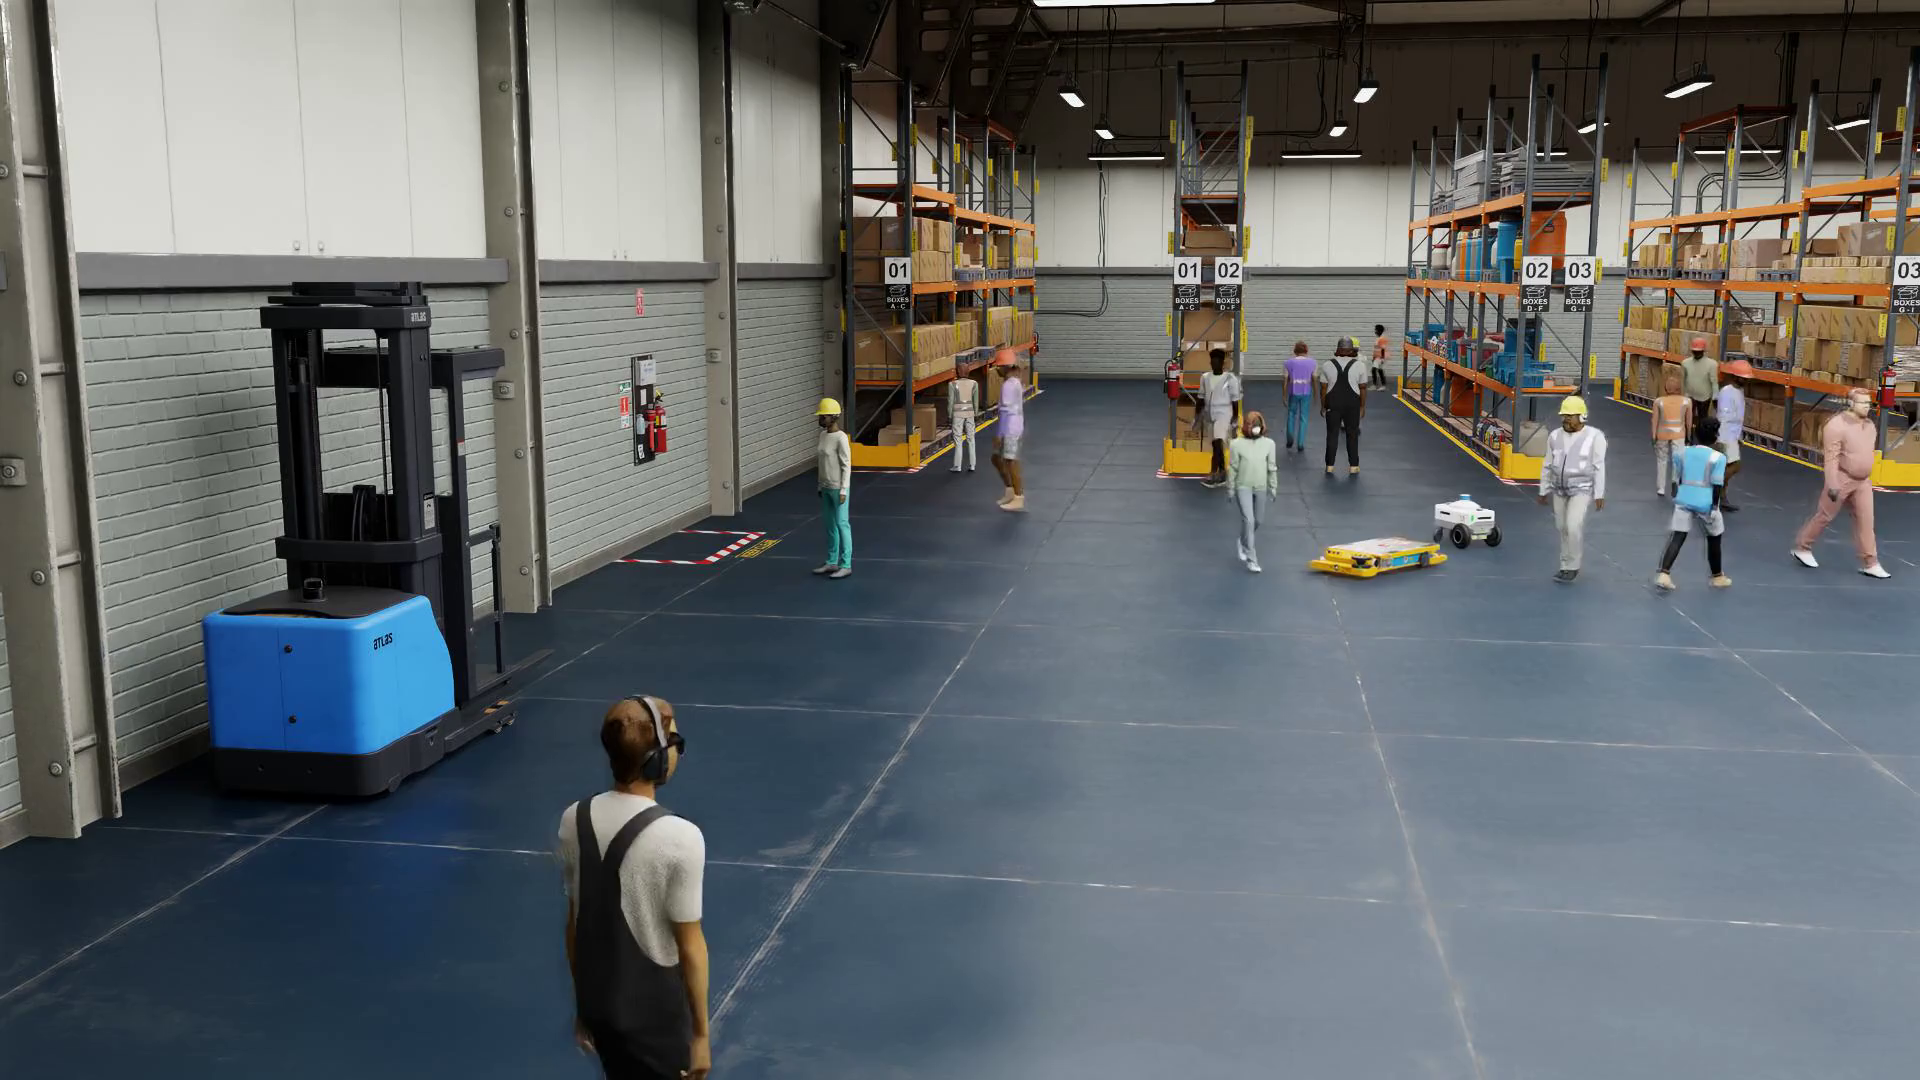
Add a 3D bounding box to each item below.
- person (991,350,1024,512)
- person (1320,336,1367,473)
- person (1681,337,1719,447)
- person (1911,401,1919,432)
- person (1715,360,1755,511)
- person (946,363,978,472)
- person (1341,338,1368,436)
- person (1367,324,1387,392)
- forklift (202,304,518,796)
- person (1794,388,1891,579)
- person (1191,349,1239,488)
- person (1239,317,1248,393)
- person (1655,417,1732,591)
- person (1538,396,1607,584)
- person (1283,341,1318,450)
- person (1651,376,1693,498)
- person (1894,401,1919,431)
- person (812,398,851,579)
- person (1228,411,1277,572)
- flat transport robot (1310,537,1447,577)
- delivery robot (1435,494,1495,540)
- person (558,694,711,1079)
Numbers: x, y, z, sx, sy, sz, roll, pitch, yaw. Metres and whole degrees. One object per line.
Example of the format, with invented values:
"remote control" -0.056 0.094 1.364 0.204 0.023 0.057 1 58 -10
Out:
"person" 0.582 -1.366 20.852 0.543 2.023 0.623 1 9 5
"person" 5.734 -2.011 24.897 0.687 2.000 0.535 3 10 16
"person" 12.271 -2.397 27.530 0.624 1.938 0.934 8 12 39
"person" 15.955 -2.336 27.355 0.613 1.851 0.585 3 10 18
"person" 9.628 -1.291 20.722 0.454 1.909 0.660 8 12 42
"person" 0.040 -1.833 24.902 0.524 1.639 0.308 -5 10 -26
"person" 7.207 -2.835 30.656 0.618 1.784 0.950 0 9 3
"person" 10.327 -4.509 41.297 0.655 1.671 0.550 0 9 2
"forklift" -3.673 -0.038 10.147 1.129 2.768 1.873 1 9 9
"person" 8.871 -0.599 16.663 0.657 1.865 1.011 -3 10 -19
"person" 3.494 -1.684 23.098 0.926 1.927 0.611 -9 13 -43
"person" 6.767 -4.582 41.007 0.595 1.922 0.672 3 10 20
"person" 6.929 -0.336 15.642 0.881 1.652 0.534 -6 11 -33
"person" 5.838 -0.476 15.994 0.548 1.810 0.616 -7 12 -38
"person" 5.744 -2.442 28.090 0.578 1.818 0.731 2 9 12
"person" 9.438 -1.363 22.077 0.513 1.610 0.705 4 10 23
"person" 15.854 -2.456 27.675 1.047 1.986 0.621 -8 12 -42
"person" -1.259 -0.511 16.360 0.331 1.768 0.526 -6 11 -32
"person" 2.954 -0.524 16.935 0.504 1.610 0.735 -2 9 -13
"flat transport robot" 4.282 0.159 16.960 1.431 0.197 0.652 -8 12 -40
"delivery robot" 5.578 -0.261 18.390 0.477 0.478 0.707 -3 10 -20
"person" -0.951 1.350 4.692 0.515 1.828 0.627 5 11 29
